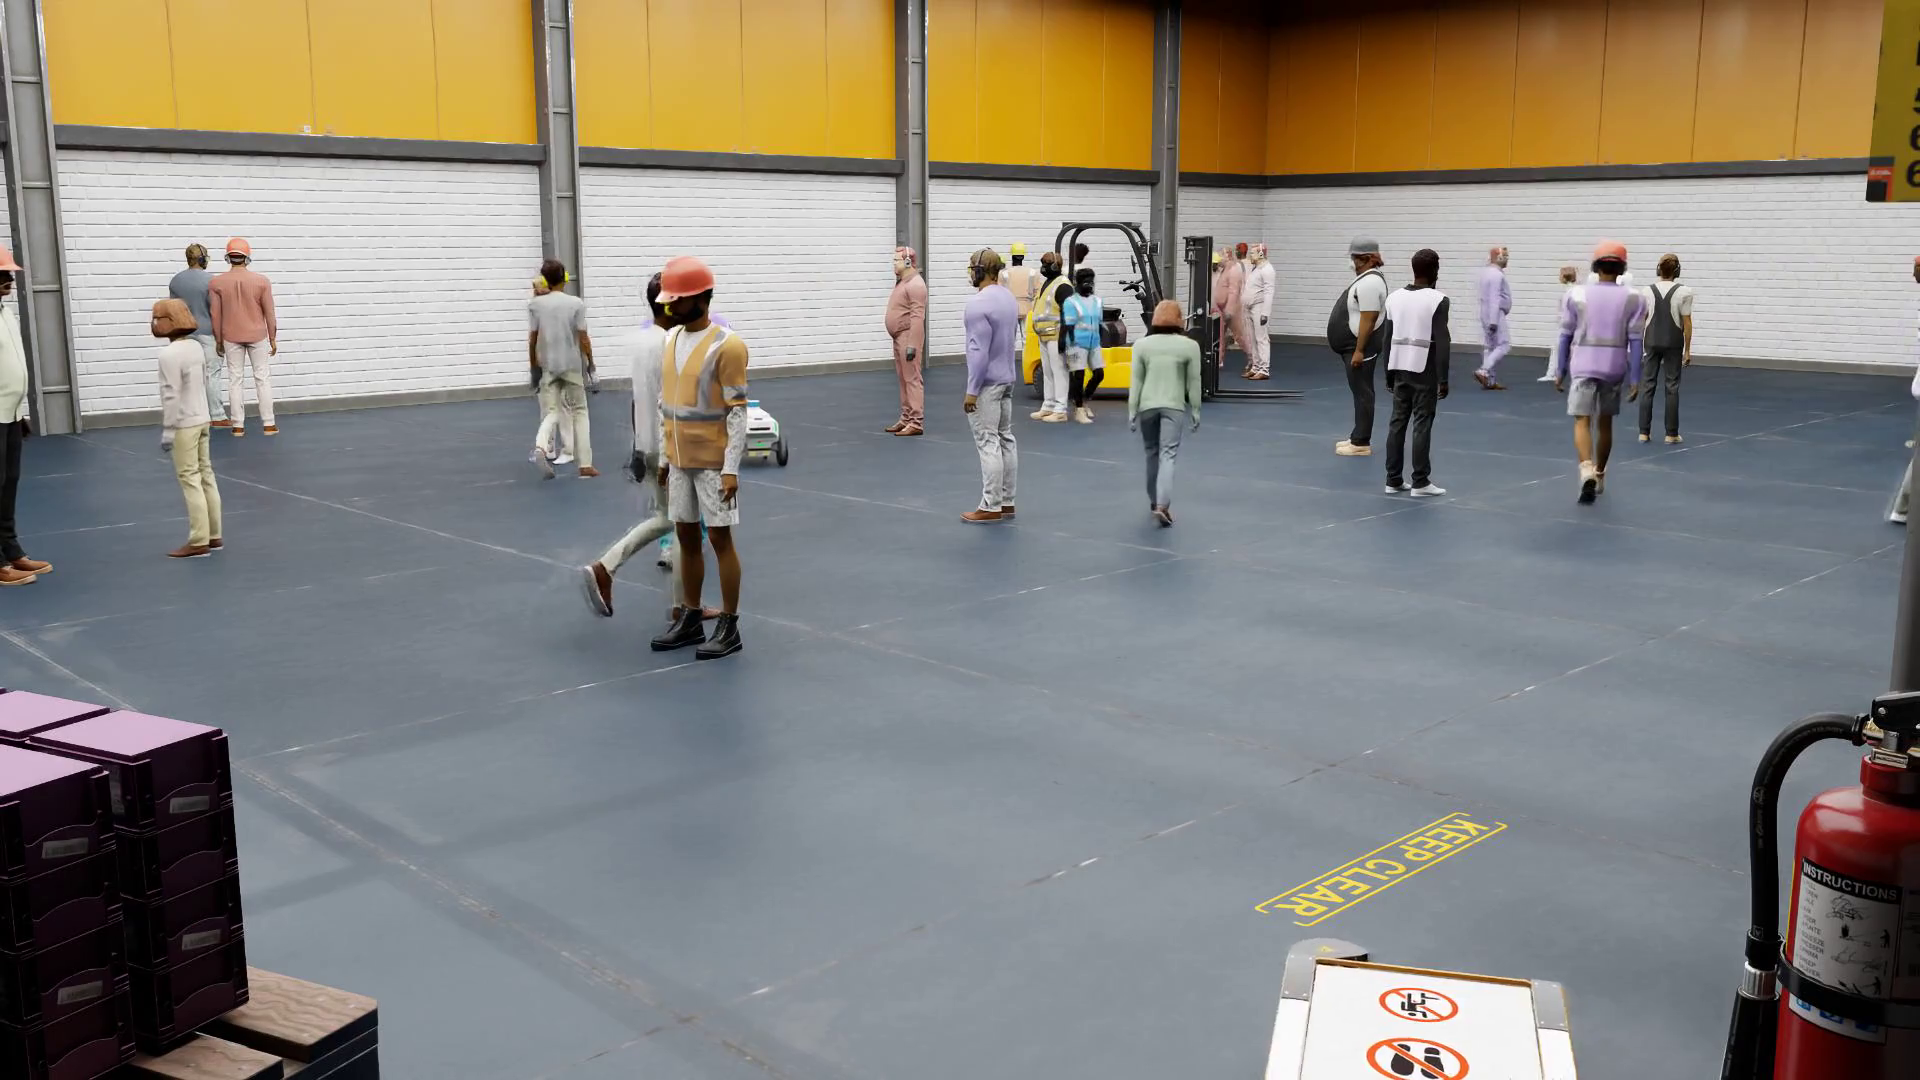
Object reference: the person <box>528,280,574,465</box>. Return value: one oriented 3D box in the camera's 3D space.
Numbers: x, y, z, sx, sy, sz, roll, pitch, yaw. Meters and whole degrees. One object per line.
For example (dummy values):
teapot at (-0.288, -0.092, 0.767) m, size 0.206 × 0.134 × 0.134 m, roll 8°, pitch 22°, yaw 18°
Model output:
person at (-3.626, -1.486, 14.750) m, size 0.515 × 1.636 × 0.315 m, roll 8°, pitch 13°, yaw 37°

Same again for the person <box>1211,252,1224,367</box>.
person at (3.900, -3.540, 25.605) m, size 0.533 × 1.765 × 0.331 m, roll 4°, pitch 11°, yaw 20°

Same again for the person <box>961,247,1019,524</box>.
person at (0.209, -1.079, 11.708) m, size 0.356 × 1.938 × 0.633 m, roll 5°, pitch 12°, yaw 26°

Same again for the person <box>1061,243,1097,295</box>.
person at (1.591, -3.110, 22.831) m, size 0.714 × 1.921 × 0.508 m, roll -6°, pitch 12°, yaw -28°

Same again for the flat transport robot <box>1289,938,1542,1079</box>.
flat transport robot at (0.987, 1.247, 3.573) m, size 0.652 × 0.197 × 1.431 m, roll 3°, pitch 11°, yaw 15°

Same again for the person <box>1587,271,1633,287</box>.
person at (8.007, -2.710, 20.604) m, size 0.545 × 1.938 × 0.362 m, roll 6°, pitch 12°, yaw 30°

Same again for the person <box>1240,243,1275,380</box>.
person at (4.179, -3.203, 23.379) m, size 0.405 × 1.906 × 0.653 m, roll -1°, pitch 10°, yaw -7°

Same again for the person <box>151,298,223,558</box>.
person at (-4.881, -0.703, 10.486) m, size 0.267 × 1.632 × 0.507 m, roll 0°, pitch 10°, yaw -1°

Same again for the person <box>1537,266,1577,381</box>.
person at (8.432, -2.960, 22.885) m, size 0.775 × 1.607 × 0.521 m, roll 4°, pitch 11°, yaw 20°

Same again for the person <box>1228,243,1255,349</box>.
person at (5.015, -4.341, 29.644) m, size 0.355 × 1.884 × 0.575 m, roll 9°, pitch 13°, yaw 39°

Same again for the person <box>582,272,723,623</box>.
person at (-1.572, -0.451, 8.548) m, size 0.664 × 1.840 × 0.541 m, roll -8°, pitch 13°, yaw -36°

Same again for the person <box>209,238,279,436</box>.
person at (-7.219, -2.041, 16.799) m, size 0.608 × 1.995 × 0.376 m, roll -4°, pitch 11°, yaw -19°

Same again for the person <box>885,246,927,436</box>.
person at (-0.556, -2.011, 16.878) m, size 0.410 × 1.909 × 0.642 m, roll -3°, pitch 11°, yaw -16°

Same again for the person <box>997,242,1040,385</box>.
person at (0.784, -3.042, 22.434) m, size 0.593 × 1.930 × 0.355 m, roll -1°, pitch 10°, yaw -6°

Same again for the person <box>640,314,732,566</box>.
person at (-1.689, -0.739, 10.187) m, size 0.598 × 1.810 × 0.828 m, roll 0°, pitch 10°, yaw -2°

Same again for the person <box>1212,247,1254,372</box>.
person at (4.030, -3.391, 24.585) m, size 0.949 × 1.855 × 0.659 m, roll -2°, pitch 11°, yaw -9°

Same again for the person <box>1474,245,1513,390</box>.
person at (6.996, -2.894, 21.738) m, size 0.413 × 1.894 × 0.660 m, roll 1°, pitch 10°, yaw 4°

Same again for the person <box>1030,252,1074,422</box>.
person at (1.003, -2.208, 18.130) m, size 0.430 × 1.845 × 0.622 m, roll -4°, pitch 11°, yaw -19°

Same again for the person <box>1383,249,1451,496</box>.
person at (3.546, -1.299, 12.961) m, size 0.372 × 1.917 × 0.596 m, roll -7°, pitch 13°, yaw -35°

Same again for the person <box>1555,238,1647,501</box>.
person at (4.910, -1.303, 12.761) m, size 0.609 × 2.011 × 0.945 m, roll 3°, pitch 11°, yaw 14°

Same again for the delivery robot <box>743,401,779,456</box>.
delivery robot at (-1.826, -0.994, 14.762) m, size 0.477 × 0.478 × 0.707 m, roll -3°, pitch 11°, yaw -15°

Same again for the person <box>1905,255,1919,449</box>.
person at (9.206, -1.777, 15.714) m, size 0.498 × 1.861 × 0.612 m, roll 6°, pitch 12°, yaw 28°

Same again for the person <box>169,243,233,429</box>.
person at (-7.920, -2.121, 17.389) m, size 0.630 × 1.940 × 0.373 m, roll 3°, pitch 11°, yaw 16°

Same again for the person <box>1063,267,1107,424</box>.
person at (1.341, -2.089, 17.910) m, size 0.543 × 1.684 × 0.369 m, roll -7°, pitch 12°, yaw -32°

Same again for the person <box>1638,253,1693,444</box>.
person at (6.837, -1.850, 16.167) m, size 0.504 × 1.847 × 0.344 m, roll 7°, pitch 13°, yaw 34°

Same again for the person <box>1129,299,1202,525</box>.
person at (1.446, -0.919, 11.823) m, size 0.510 × 1.578 × 0.899 m, roll 3°, pitch 11°, yaw 16°

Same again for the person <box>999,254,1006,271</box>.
person at (0.628, -3.423, 25.081) m, size 0.546 × 1.728 × 0.875 m, roll 3°, pitch 11°, yaw 18°

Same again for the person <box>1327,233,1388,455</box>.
person at (3.670, -1.807, 15.399) m, size 0.538 × 2.000 × 0.684 m, roll 3°, pitch 11°, yaw 14°

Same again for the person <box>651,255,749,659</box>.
person at (-1.266, -0.390, 7.980) m, size 0.543 × 1.927 × 0.375 m, roll 8°, pitch 13°, yaw 37°

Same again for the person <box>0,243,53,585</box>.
person at (-5.608, -0.742, 9.716) m, size 0.394 × 1.994 × 0.612 m, roll -2°, pitch 11°, yaw -9°

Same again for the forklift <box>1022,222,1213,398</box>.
forklift at (1.935, -2.847, 20.651) m, size 2.313 × 2.155 × 1.214 m, roll 2°, pitch 11°, yaw 13°

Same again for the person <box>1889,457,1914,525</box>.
person at (6.974, -0.994, 11.428) m, size 0.976 × 1.874 × 0.592 m, roll 1°, pitch 10°, yaw 6°

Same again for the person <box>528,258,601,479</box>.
person at (-3.278, -1.384, 13.677) m, size 0.611 × 1.845 × 0.704 m, roll 2°, pitch 11°, yaw 9°
